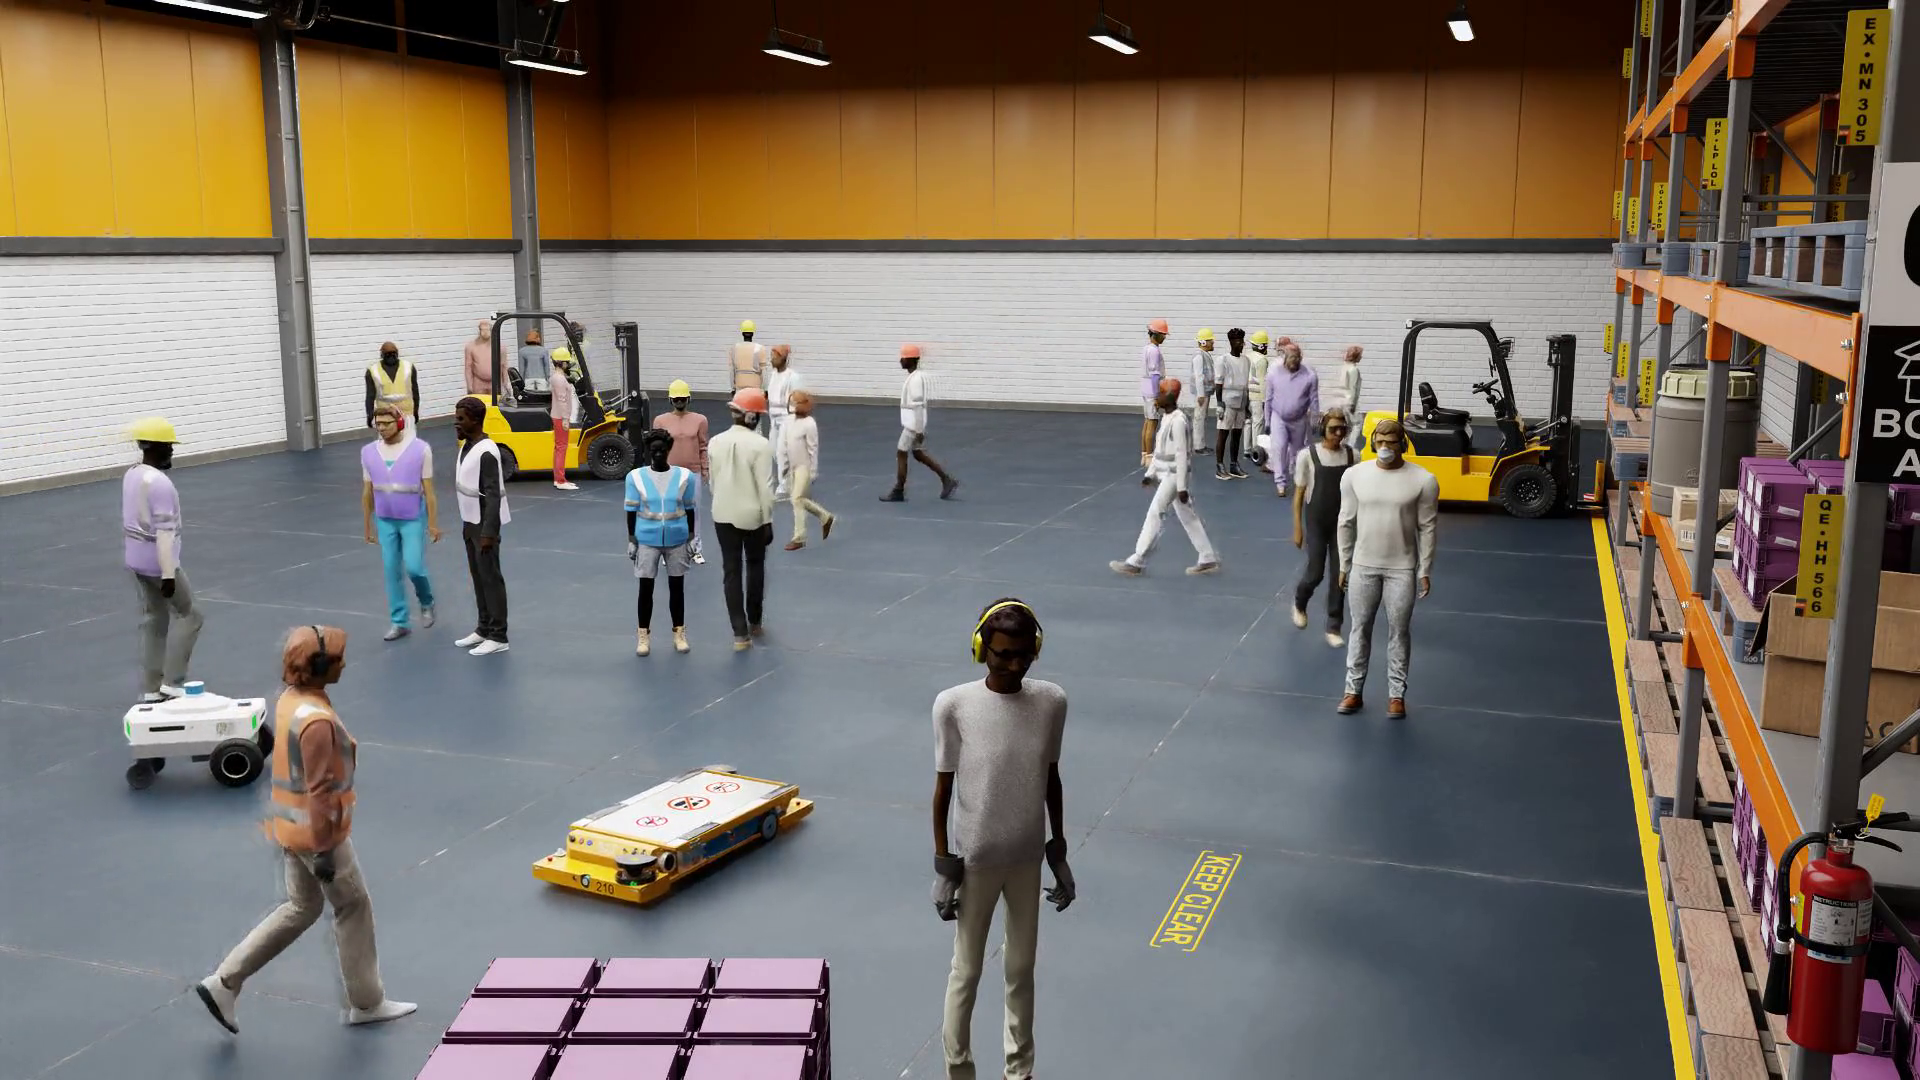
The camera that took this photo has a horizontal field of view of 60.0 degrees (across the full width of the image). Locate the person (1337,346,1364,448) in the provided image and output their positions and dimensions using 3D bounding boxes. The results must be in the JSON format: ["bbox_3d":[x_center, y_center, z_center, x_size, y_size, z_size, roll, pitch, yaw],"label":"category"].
[{"bbox_3d":[5.490,-1.906,23.318,0.426,1.619,0.505,-2,10,-9],"label":"person"}]

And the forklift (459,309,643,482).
[{"bbox_3d":[-5.354,-1.902,21.697,2.313,2.155,1.214,-2,10,-13],"label":"forklift"}]

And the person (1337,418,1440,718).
[{"bbox_3d":[2.735,0.180,10.695,0.629,1.940,0.376,4,11,23],"label":"person"}]

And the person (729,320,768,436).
[{"bbox_3d":[-3.112,-2.280,24.568,0.594,1.929,0.352,2,10,12],"label":"person"}]

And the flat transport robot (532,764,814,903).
[{"bbox_3d":[-1.398,1.434,8.328,0.652,0.197,1.431,5,11,28],"label":"flat transport robot"}]

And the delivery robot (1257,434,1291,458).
[{"bbox_3d":[4.392,-1.311,22.724,0.477,0.478,0.707,-6,12,-31],"label":"delivery robot"}]

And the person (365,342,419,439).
[{"bbox_3d":[-7.194,-1.606,21.093,0.659,1.824,0.460,-4,11,-21],"label":"person"}]

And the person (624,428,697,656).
[{"bbox_3d":[-2.208,0.011,12.325,0.537,1.695,0.320,-3,10,-15],"label":"person"}]

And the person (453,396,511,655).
[{"bbox_3d":[-3.585,-0.105,12.383,0.436,1.917,0.599,-6,12,-32],"label":"person"}]

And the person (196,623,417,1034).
[{"bbox_3d":[-2.527,1.119,6.338,0.711,1.612,0.520,-6,12,-32],"label":"person"}]

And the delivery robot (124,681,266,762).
[{"bbox_3d":[-4.331,1.046,9.430,0.707,0.478,0.477,-2,10,-14],"label":"delivery robot"}]

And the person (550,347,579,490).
[{"bbox_3d":[-4.929,-1.507,20.681,0.312,1.767,0.533,-3,11,-19],"label":"person"}]

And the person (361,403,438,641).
[{"bbox_3d":[-4.318,-0.147,12.833,0.593,1.829,0.443,1,10,8],"label":"person"}]

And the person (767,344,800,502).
[{"bbox_3d":[-2.052,-1.391,19.754,0.598,1.871,0.581,-8,13,-37],"label":"person"}]

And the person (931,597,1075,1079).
[{"bbox_3d":[0.151,1.108,5.682,0.518,1.865,0.328,-4,11,-21],"label":"person"}]

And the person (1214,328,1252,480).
[{"bbox_3d":[3.554,-1.771,21.601,0.603,1.966,0.367,-7,12,-36],"label":"person"}]

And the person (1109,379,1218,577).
[{"bbox_3d":[1.917,-0.557,15.176,1.012,1.834,0.591,1,10,4],"label":"person"}]

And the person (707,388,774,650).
[{"bbox_3d":[-1.647,-0.184,12.697,0.592,1.937,0.871,2,10,12],"label":"person"}]

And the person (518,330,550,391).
[{"bbox_3d":[-7.010,-2.638,27.420,0.498,1.633,0.284,-2,10,-10],"label":"person"}]

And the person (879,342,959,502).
[{"bbox_3d":[-0.485,-1.386,19.614,0.880,1.915,0.551,0,10,2],"label":"person"}]

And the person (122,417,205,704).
[{"bbox_3d":[-5.255,0.139,10.997,0.602,1.906,0.487,9,14,42],"label":"person"}]

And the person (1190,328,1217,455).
[{"bbox_3d":[3.537,-2.149,24.095,0.404,1.837,0.592,3,10,16],"label":"person"}]

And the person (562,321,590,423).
[{"bbox_3d":[-6.173,-2.639,26.926,0.761,1.820,0.640,-8,13,-39],"label":"person"}]

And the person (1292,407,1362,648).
[{"bbox_3d":[2.781,-0.112,12.668,0.520,1.831,0.552,-2,10,-9],"label":"person"}]

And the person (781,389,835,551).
[{"bbox_3d":[-1.536,-0.715,16.646,0.627,1.611,0.509,-7,12,-33],"label":"person"}]

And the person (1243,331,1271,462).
[{"bbox_3d":[4.186,-2.017,23.364,0.403,1.834,0.589,-3,11,-17],"label":"person"}]

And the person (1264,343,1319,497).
[{"bbox_3d":[4.046,-1.494,20.354,0.657,1.867,0.942,1,10,8],"label":"person"}]

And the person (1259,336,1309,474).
[{"bbox_3d":[4.273,-1.734,21.737,0.650,1.855,0.991,-4,11,-20],"label":"person"}]

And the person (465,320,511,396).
[{"bbox_3d":[-7.184,-2.392,25.289,0.647,1.913,0.401,-4,11,-21],"label":"person"}]

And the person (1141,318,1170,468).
[{"bbox_3d":[2.658,-1.992,22.653,0.382,2.037,0.606,-1,10,-3],"label":"person"}]

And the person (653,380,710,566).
[{"bbox_3d":[-2.637,-0.637,15.783,0.533,1.767,0.313,-3,10,-16],"label":"person"}]

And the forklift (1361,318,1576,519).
[{"bbox_3d":[5.787,-1.437,19.079,2.313,2.155,1.214,3,11,19],"label":"forklift"}]
